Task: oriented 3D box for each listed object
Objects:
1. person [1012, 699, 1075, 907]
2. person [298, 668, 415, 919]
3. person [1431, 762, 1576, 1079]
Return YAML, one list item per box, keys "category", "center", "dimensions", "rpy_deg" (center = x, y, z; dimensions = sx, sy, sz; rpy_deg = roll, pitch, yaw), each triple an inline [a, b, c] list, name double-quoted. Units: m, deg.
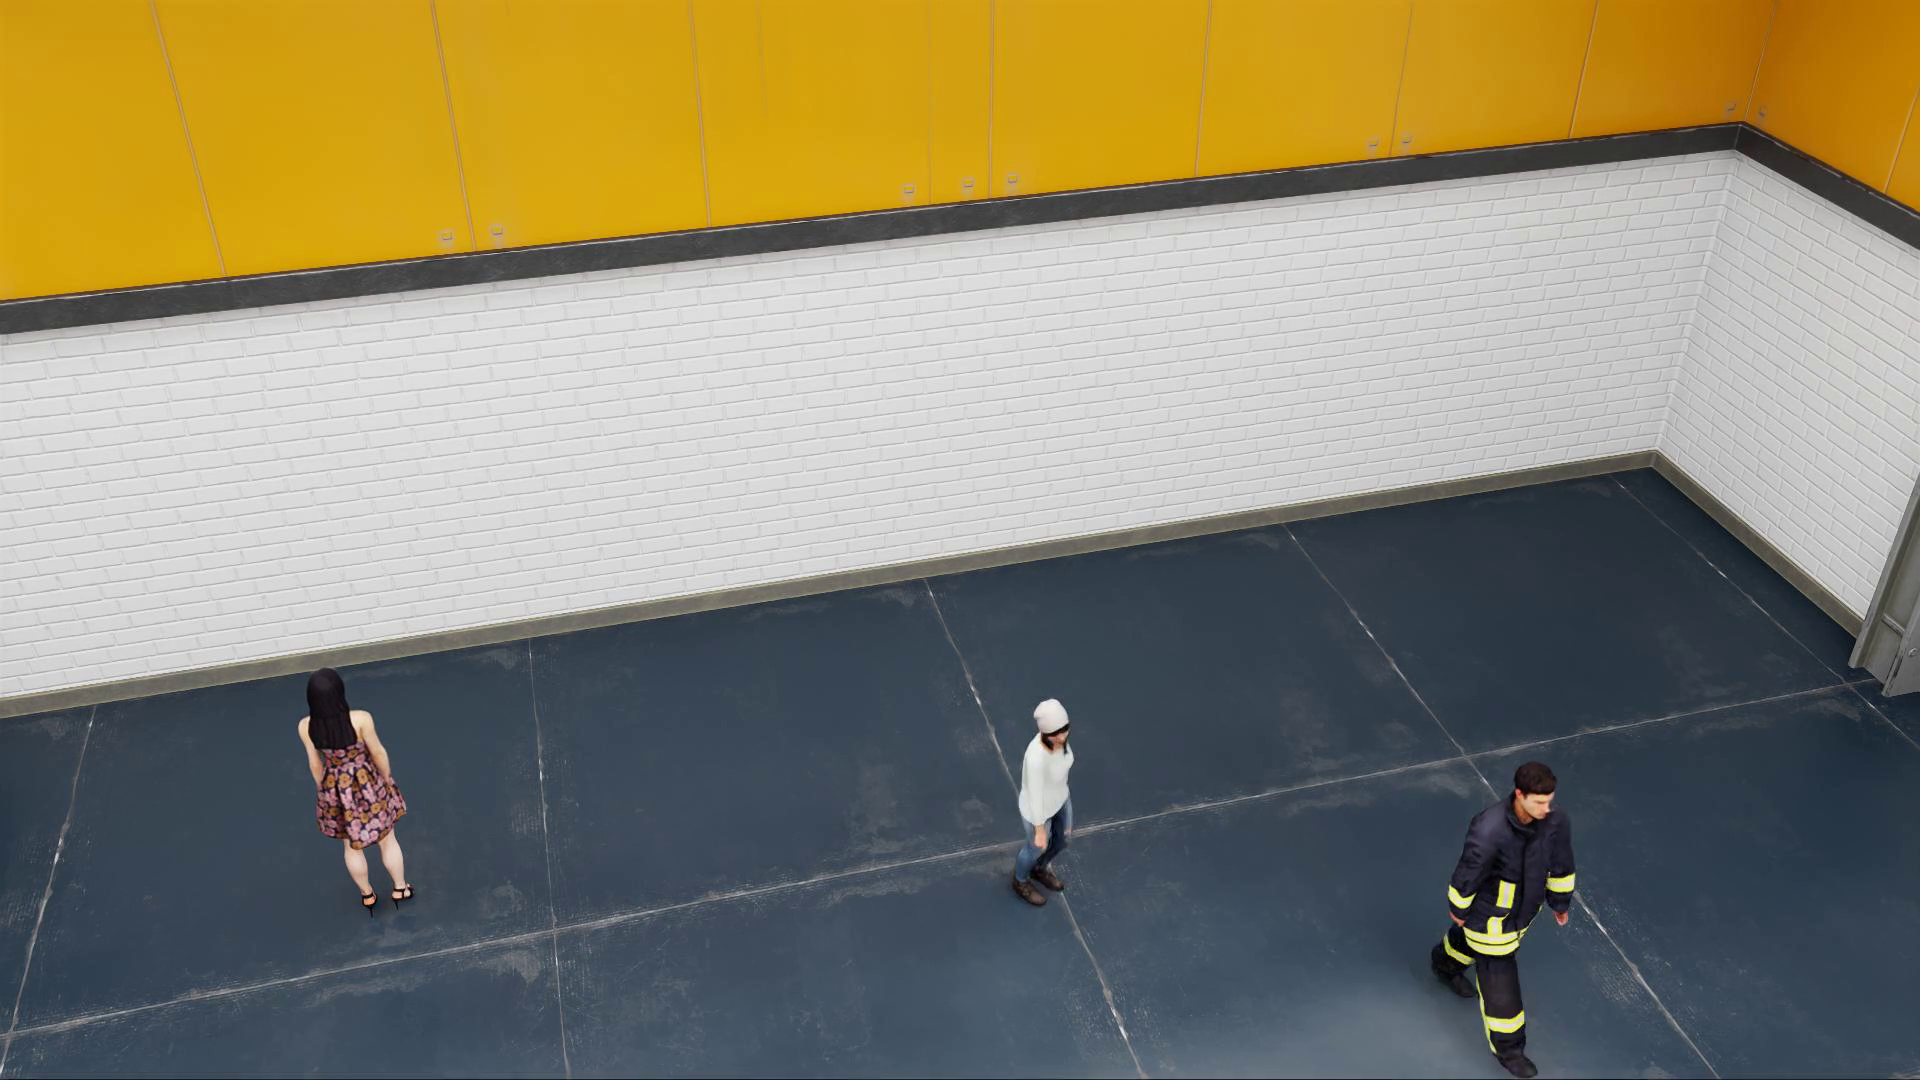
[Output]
- category: "person"
  center: [0.447, 1.500, 9.600]
  dimensions: [0.788, 1.612, 0.731]
  rpy_deg: [11, 35, 17]
- category: "person"
  center: [-3.462, 1.446, 9.535]
  dimensions: [0.664, 1.774, 0.666]
  rpy_deg: [-7, 34, -10]
- category: "person"
  center: [2.830, 1.849, 8.843]
  dimensions: [0.906, 1.869, 1.237]
  rpy_deg: [-14, 36, -20]
